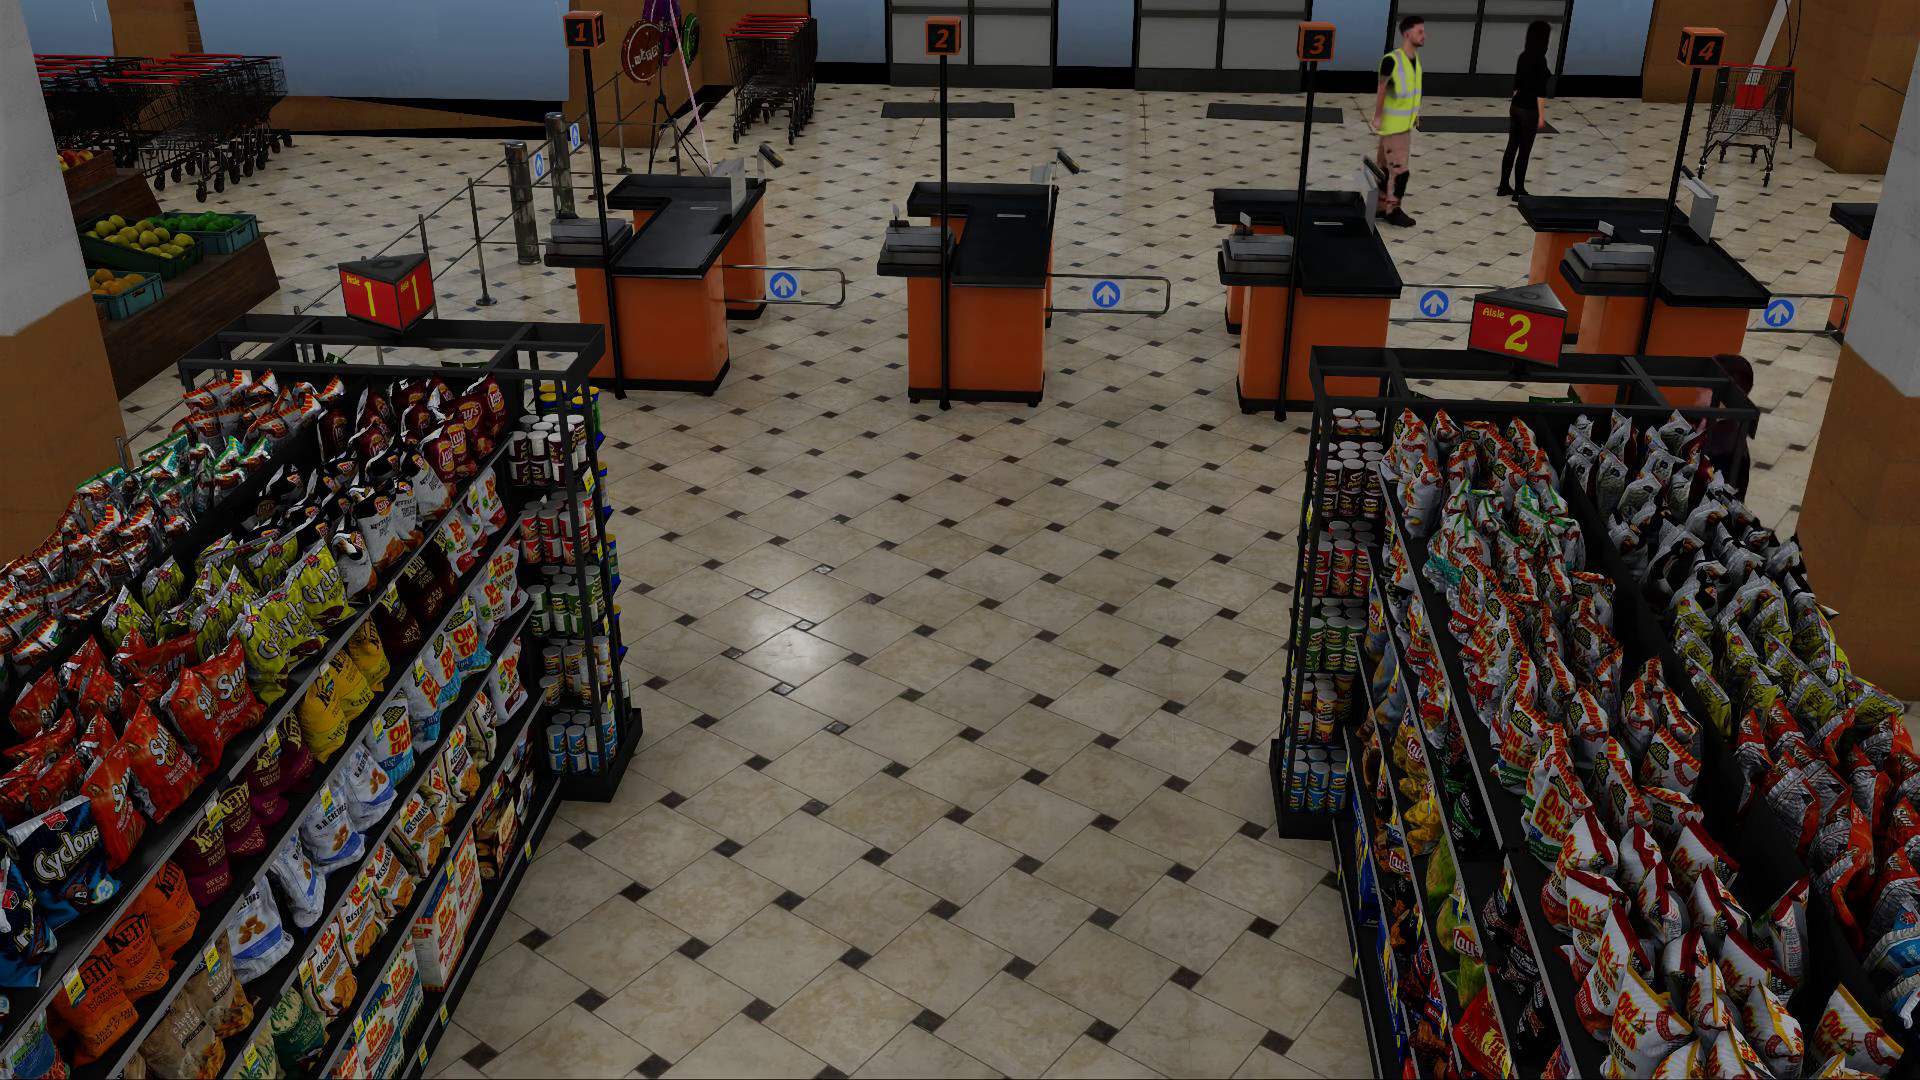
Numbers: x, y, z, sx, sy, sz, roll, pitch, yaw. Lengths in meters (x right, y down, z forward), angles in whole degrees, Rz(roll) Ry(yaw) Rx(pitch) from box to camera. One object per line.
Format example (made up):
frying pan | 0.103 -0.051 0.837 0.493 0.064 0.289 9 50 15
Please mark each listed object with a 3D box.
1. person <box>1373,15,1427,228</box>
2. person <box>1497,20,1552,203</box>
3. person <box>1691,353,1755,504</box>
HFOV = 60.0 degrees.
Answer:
person | 3.818 -3.736 14.819 1.031 1.829 0.990 21 33 35
person | 5.300 -4.021 15.588 0.711 1.642 0.577 -9 28 -17
person | 3.346 0.065 7.369 0.901 1.789 1.212 7 28 13
